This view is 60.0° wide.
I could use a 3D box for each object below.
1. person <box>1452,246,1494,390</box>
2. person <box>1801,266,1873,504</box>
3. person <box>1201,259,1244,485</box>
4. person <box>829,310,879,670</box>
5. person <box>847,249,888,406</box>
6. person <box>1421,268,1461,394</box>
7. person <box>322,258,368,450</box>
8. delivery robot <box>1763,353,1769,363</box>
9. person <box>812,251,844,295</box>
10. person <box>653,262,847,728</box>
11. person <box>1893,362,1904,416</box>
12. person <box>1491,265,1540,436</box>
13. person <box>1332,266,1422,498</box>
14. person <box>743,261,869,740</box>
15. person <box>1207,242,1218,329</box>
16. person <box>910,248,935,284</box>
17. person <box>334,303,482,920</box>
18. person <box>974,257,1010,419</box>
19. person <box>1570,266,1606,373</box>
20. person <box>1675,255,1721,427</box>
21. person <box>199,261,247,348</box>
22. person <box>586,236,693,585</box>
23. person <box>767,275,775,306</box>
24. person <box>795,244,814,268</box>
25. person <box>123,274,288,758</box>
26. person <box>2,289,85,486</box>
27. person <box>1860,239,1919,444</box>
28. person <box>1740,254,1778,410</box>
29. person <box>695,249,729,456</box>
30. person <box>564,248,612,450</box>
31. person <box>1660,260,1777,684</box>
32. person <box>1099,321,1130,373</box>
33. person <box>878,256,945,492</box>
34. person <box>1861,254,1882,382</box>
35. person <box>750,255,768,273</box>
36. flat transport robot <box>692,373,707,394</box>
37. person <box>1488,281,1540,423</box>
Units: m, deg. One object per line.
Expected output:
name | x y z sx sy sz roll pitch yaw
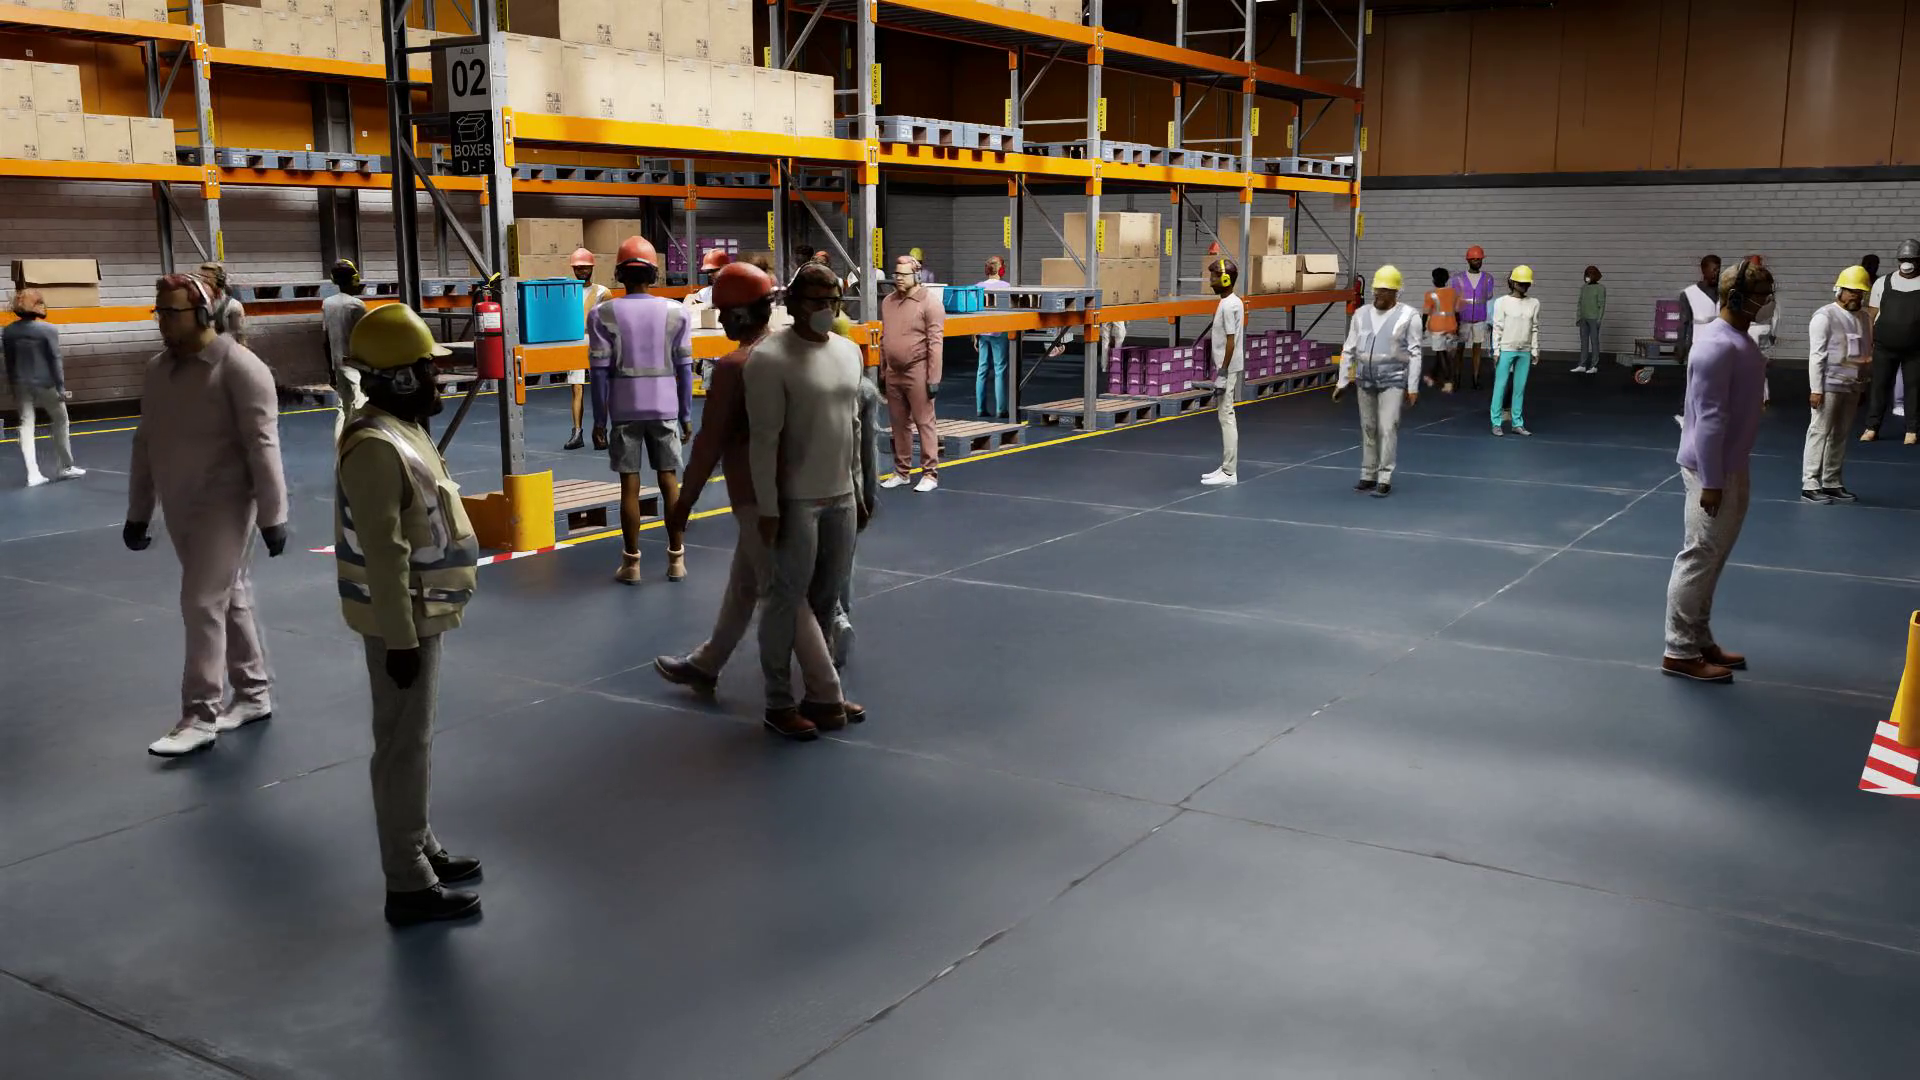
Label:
person | 6.934 -3.005 22.551 0.551 1.941 0.342 2 10 8
person | 6.790 -1.191 12.827 0.591 1.825 0.404 -5 11 -25
person | 2.184 -1.384 13.804 0.329 1.861 0.509 2 10 12
person | -0.588 -0.235 7.809 0.494 1.719 0.673 -5 11 -24
person | -1.103 -2.662 20.370 0.609 2.044 0.394 10 14 43
person | 6.368 -2.791 22.161 0.542 1.640 0.891 -3 11 -18
person | -5.069 -1.405 13.882 0.532 1.874 0.319 6 12 29
delivery robot | 11.168 -2.584 23.808 0.707 0.478 0.477 10 14 43
person | -1.720 -2.651 20.762 0.572 1.883 0.356 -3 11 -15
person | -0.909 -0.192 7.006 1.036 1.921 0.627 4 11 20
person | 11.031 -2.342 19.117 0.735 1.878 0.422 -3 11 -14
person | 5.748 -1.951 17.209 0.523 1.766 0.315 -2 11 -13
person | 3.256 -1.244 13.164 0.659 1.814 0.641 9 13 40
person | -0.614 -0.167 6.844 0.355 1.936 0.633 8 13 37
person | 4.024 -3.669 26.083 0.375 1.997 0.612 1 10 5
person | -0.677 -3.531 25.582 0.594 1.905 0.516 1 10 3
person | -1.651 0.214 5.010 0.404 1.837 0.596 -2 11 -13
person | 0.373 -2.297 18.943 0.565 1.837 0.388 7 12 33
person | 9.617 -3.366 25.407 0.279 1.633 0.498 -5 11 -24
person | 7.825 -2.052 17.474 0.609 1.881 0.961 -2 10 -10
person | -6.268 -1.413 14.039 0.520 1.846 0.407 4 11 19
person | -1.875 -0.753 9.794 0.608 2.045 0.392 -3 11 -18
person | -2.079 -2.134 18.571 0.310 1.638 0.522 -6 12 -31
person | -2.070 -3.009 22.506 0.369 1.967 0.601 -7 12 -32
person | -3.100 -0.098 6.603 0.667 1.879 0.813 6 12 29
person | -7.657 -1.284 13.904 0.523 1.608 0.670 0 10 2
person | 9.370 -1.968 16.537 0.687 2.000 0.535 7 13 36
person | 9.492 -2.477 19.883 0.620 1.852 0.449 -4 11 -22
person | -2.217 -1.700 15.334 0.552 1.936 0.359 4 11 23
person | -3.619 -1.836 16.072 0.551 1.942 0.340 1 10 6
person | 3.499 -0.311 7.661 0.361 1.932 0.628 7 13 35
person | 2.339 -3.348 25.295 0.522 1.638 0.310 5 12 27
person | -0.424 -1.338 13.453 0.646 1.900 0.395 9 13 40
person | 12.844 -3.138 23.636 0.647 1.836 0.431 -4 11 -20
person | -2.432 -2.535 20.229 0.633 1.842 0.429 -5 11 -26
flat transport robot | -3.371 -2.076 22.037 0.652 0.197 1.431 -1 10 -6
person | 6.245 -2.156 18.576 0.753 1.667 0.556 -8 13 -39
